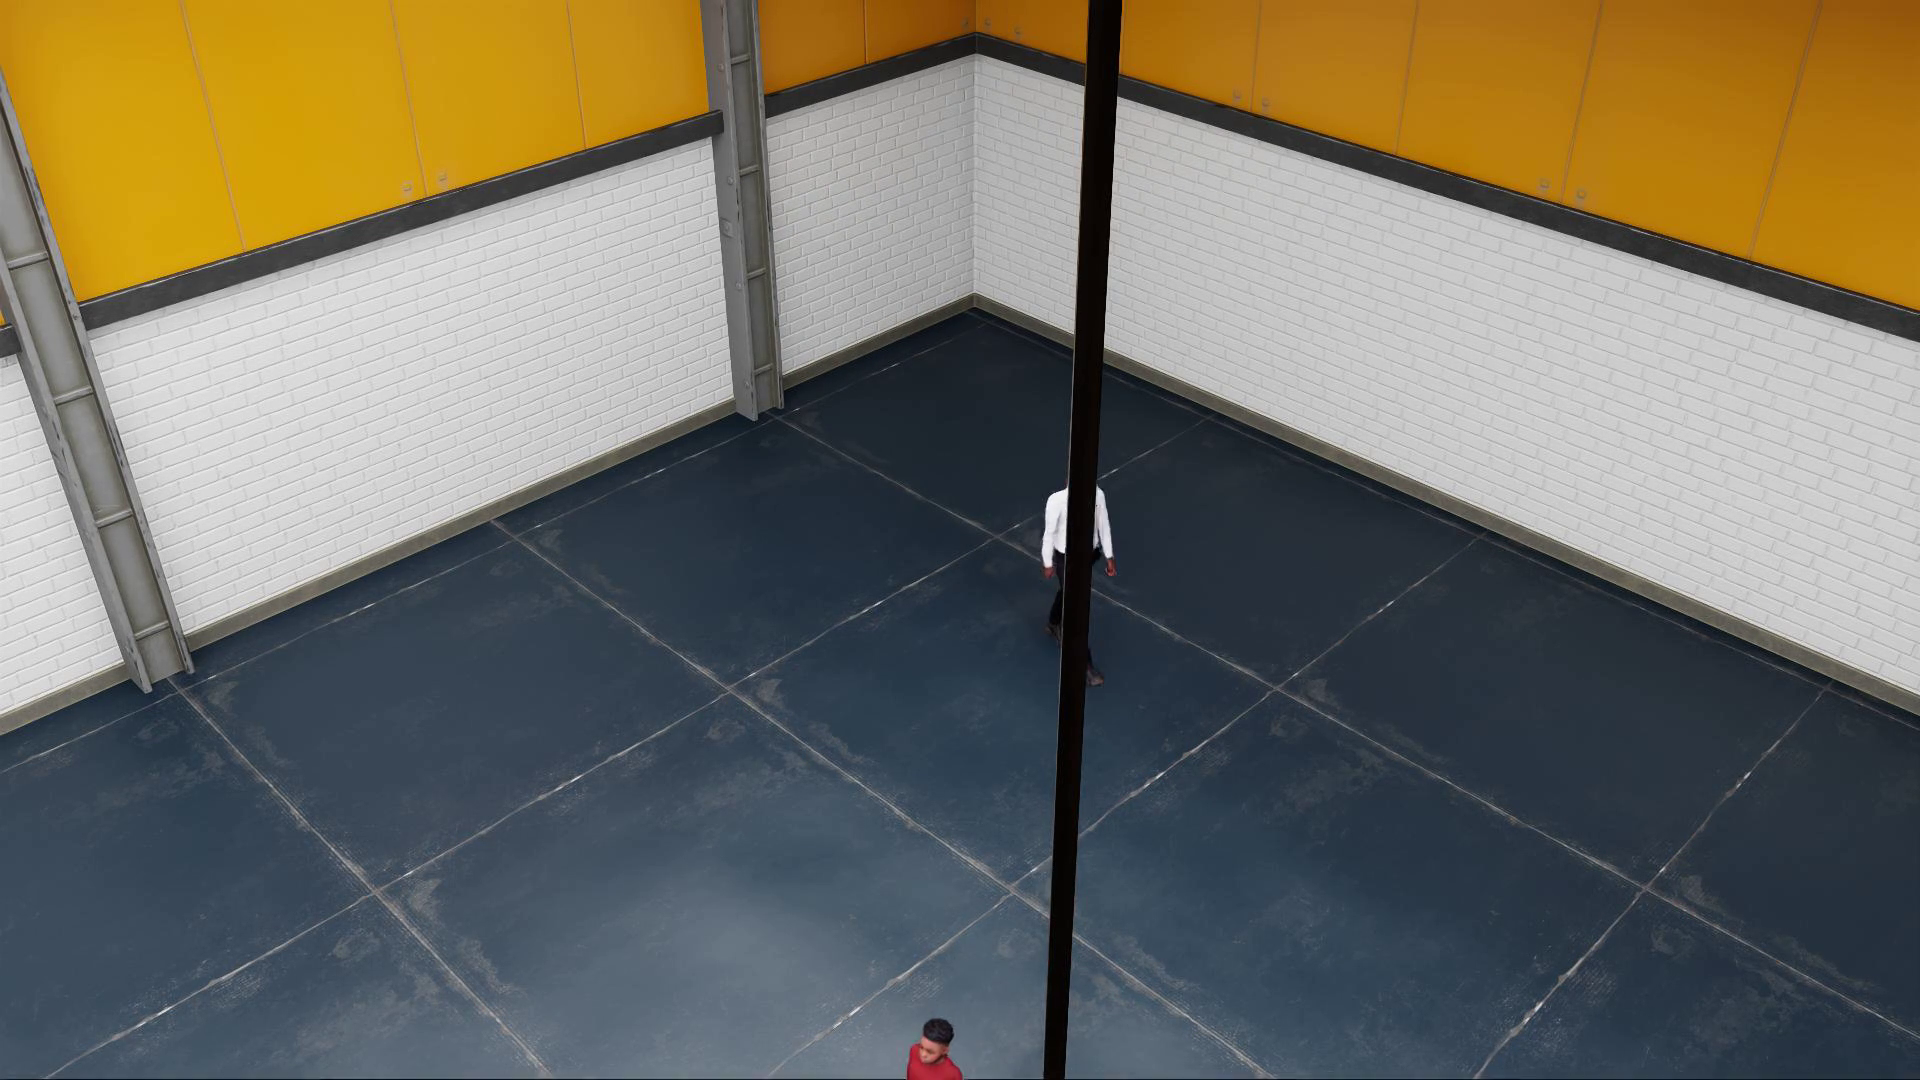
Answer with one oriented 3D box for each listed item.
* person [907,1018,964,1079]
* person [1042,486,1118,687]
[{"bbox_3d":[-0.105,2.981,8.945,0.538,1.249,0.644,22,39,29],"label":"person"},{"bbox_3d":[0.845,0.126,12.746,1.234,1.795,1.008,-15,36,-21],"label":"person"}]
